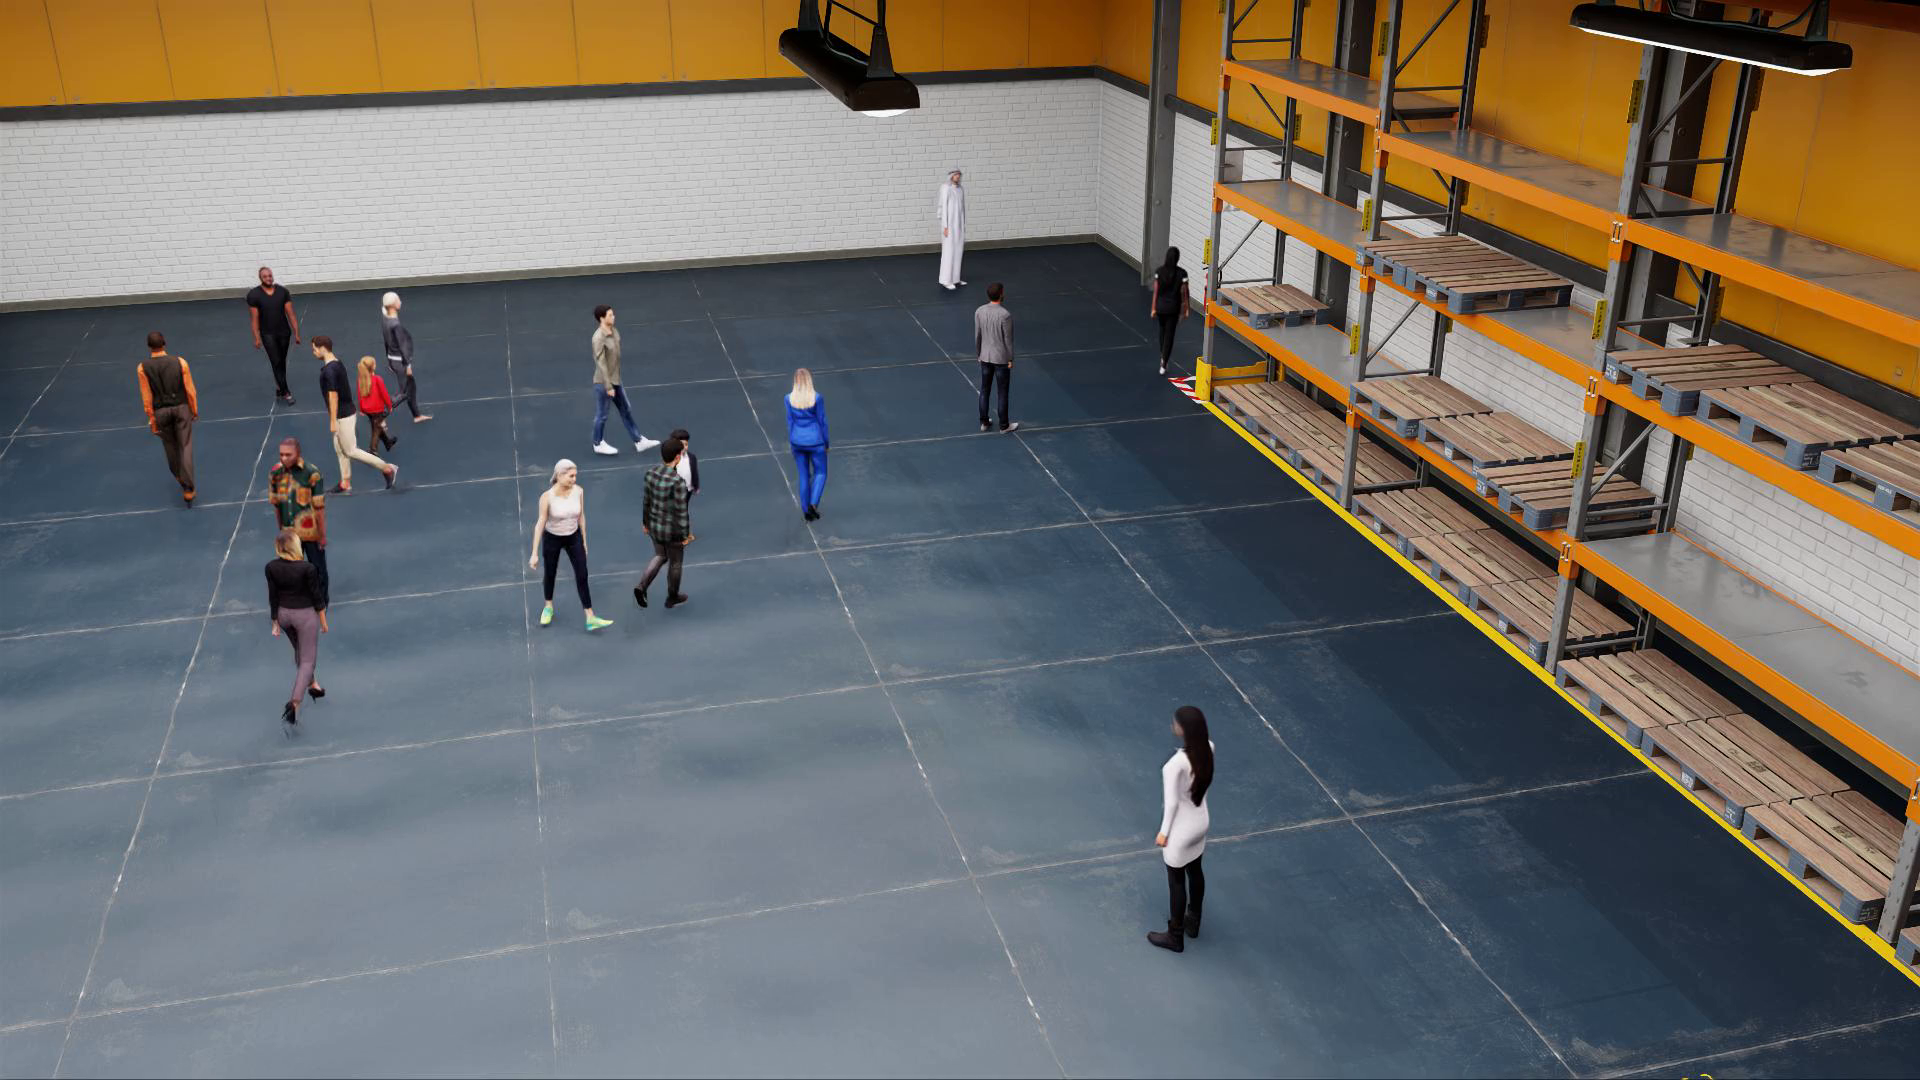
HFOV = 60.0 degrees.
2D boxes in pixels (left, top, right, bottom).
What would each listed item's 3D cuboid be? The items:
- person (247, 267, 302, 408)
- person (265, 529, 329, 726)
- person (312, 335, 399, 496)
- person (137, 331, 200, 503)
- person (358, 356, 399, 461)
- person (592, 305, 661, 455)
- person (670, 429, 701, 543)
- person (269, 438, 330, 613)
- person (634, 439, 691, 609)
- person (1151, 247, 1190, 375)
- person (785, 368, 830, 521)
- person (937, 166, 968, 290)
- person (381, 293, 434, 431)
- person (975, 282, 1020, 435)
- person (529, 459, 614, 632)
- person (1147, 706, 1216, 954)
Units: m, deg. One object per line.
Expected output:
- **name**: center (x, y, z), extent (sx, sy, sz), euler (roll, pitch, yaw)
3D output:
- **person**: center (-8.835, -2.637, 21.399), extent (0.974, 1.783, 1.218), euler (-18, 29, -35)
- **person**: center (-5.538, 0.755, 13.823), extent (0.849, 1.636, 1.077), euler (3, 24, 6)
- **person**: center (-6.747, -1.363, 18.447), extent (0.788, 1.814, 0.944), euler (-7, 25, -16)
- **person**: center (-8.651, -1.325, 18.299), extent (0.771, 1.863, 1.289), euler (-9, 25, -19)
- **person**: center (-6.887, -1.497, 19.460), extent (0.812, 1.247, 0.967), euler (7, 25, 17)
- **person**: center (-4.217, -1.862, 19.564), extent (1.110, 1.832, 1.135), euler (6, 24, 14)
- **person**: center (-2.954, -0.598, 17.462), extent (0.658, 1.201, 0.829), euler (-14, 27, -30)
- **person**: center (-6.147, -0.138, 15.665), extent (0.823, 1.797, 0.877), euler (2, 24, 4)
- **person**: center (-2.816, -0.110, 15.595), extent (0.970, 1.699, 1.003), euler (12, 26, 26)
- **person**: center (2.810, -3.086, 22.516), extent (0.912, 1.710, 1.013), euler (8, 25, 18)
- **person**: center (-1.657, -0.977, 17.718), extent (0.768, 1.689, 0.836), euler (5, 24, 12)
- **person**: center (-0.112, -5.038, 26.715), extent (0.838, 1.924, 0.807), euler (17, 29, 34)
- **person**: center (-6.960, -2.184, 20.462), extent (0.964, 1.703, 1.043), euler (-20, 30, -38)
- **person**: center (0.436, -2.235, 20.365), extent (0.773, 1.874, 0.836), euler (13, 27, 28)
- **person**: center (-3.734, 0.026, 15.464), extent (1.036, 1.657, 1.174), euler (-14, 27, -29)
- **person**: center (1.492, 1.898, 10.991), extent (0.704, 1.810, 0.690), euler (21, 31, 39)
